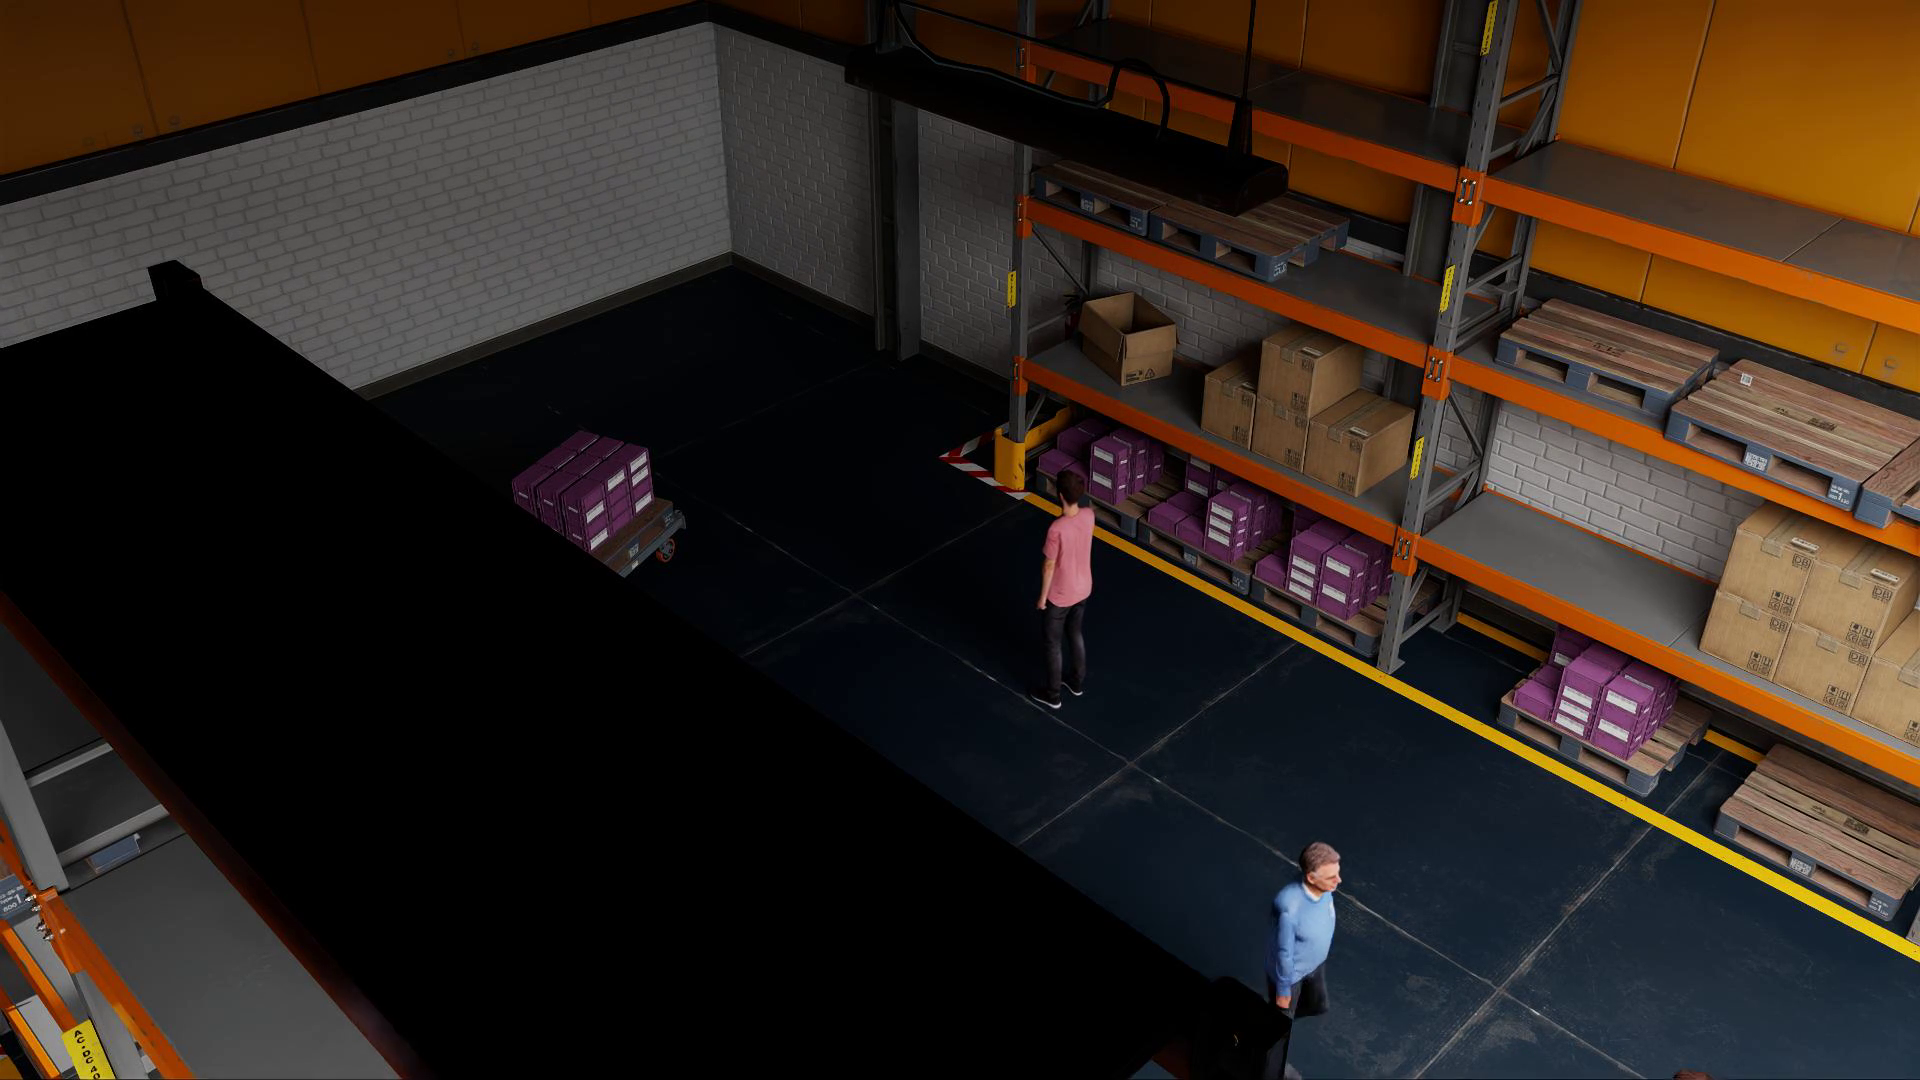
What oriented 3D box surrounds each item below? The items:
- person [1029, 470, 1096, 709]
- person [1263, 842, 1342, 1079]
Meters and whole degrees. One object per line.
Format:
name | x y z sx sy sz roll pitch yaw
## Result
person | 0.793 0.372 12.271 0.546 1.956 0.627 28 43 36
person | 1.824 2.343 9.449 0.655 1.799 0.651 27 42 35
